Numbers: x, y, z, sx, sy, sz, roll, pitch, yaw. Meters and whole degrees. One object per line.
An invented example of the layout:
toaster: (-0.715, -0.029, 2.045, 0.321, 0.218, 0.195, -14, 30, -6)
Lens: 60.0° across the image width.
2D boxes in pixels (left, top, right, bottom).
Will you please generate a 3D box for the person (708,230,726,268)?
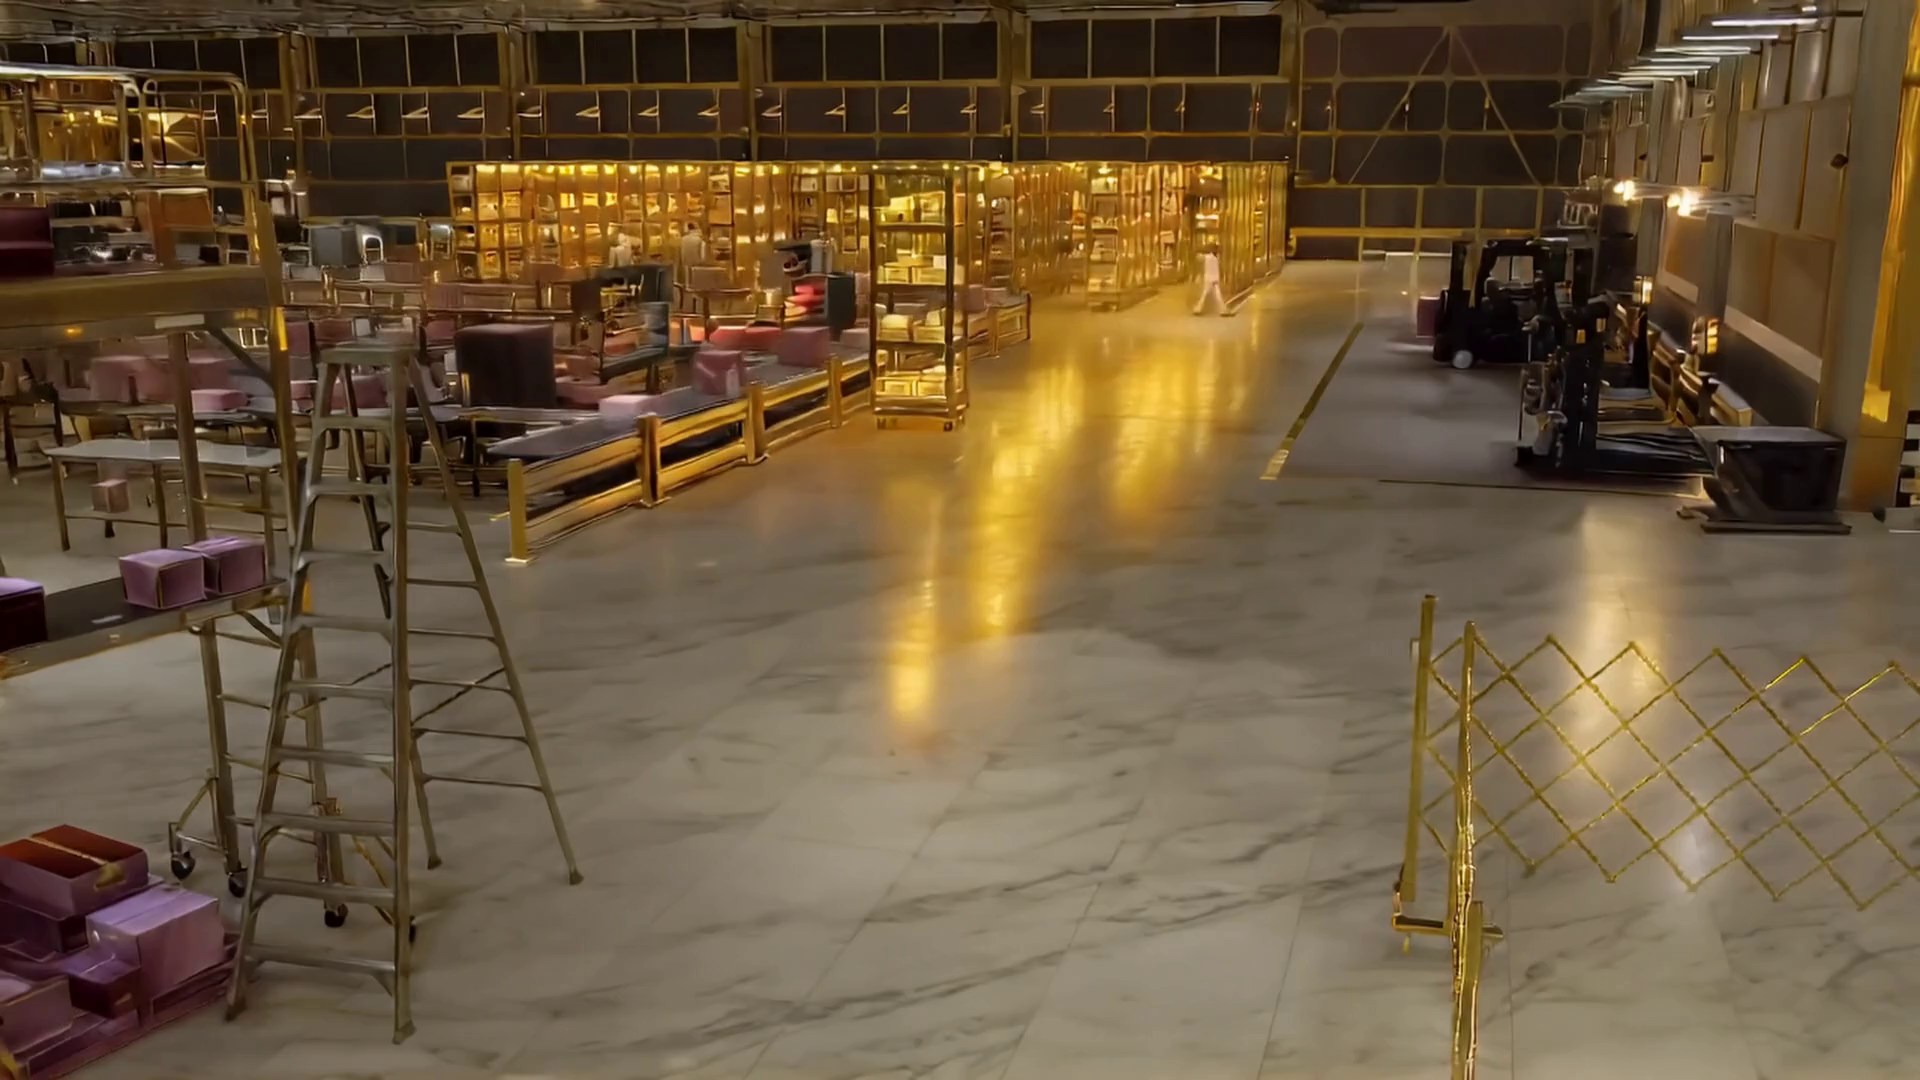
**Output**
person: (-6.495, -7.421, 44.710, 0.582, 1.800, 0.961, 4, 14, 17)

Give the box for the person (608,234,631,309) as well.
person: (-8.150, -6.418, 40.136, 0.409, 1.903, 0.639, 9, 16, 35)

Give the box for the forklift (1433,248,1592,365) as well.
forklift: (9.780, -4.111, 29.280, 2.680, 1.987, 1.157, 3, 13, 14)

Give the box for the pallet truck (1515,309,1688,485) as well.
pallet truck: (7.554, -1.677, 19.446, 1.885, 1.965, 0.823, 3, 13, 14)

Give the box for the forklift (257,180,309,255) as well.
forklift: (-26.195, -12.440, 64.008, 1.873, 2.768, 1.129, 10, 17, 38)

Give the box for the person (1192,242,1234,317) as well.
person: (5.941, -6.116, 39.115, 0.972, 1.770, 0.611, 4, 14, 18)

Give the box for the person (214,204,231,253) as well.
person: (-28.755, -12.090, 64.605, 0.736, 1.908, 0.569, 1, 13, 4)

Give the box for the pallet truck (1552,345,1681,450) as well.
pallet truck: (8.641, -1.896, 21.908, 1.630, 1.274, 0.653, 4, 14, 16)

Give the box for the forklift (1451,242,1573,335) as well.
forklift: (10.464, -4.597, 31.405, 2.680, 1.987, 1.157, 4, 14, 16)

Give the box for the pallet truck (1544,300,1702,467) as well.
pallet truck: (8.263, -1.952, 20.631, 1.885, 1.965, 0.823, 5, 14, 20)

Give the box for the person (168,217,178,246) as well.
person: (-24.502, -9.051, 51.435, 0.608, 1.942, 0.410, -7, 15, -28)

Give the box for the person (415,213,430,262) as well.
person: (-19.122, -10.756, 59.241, 0.480, 1.732, 0.349, -6, 14, -25)

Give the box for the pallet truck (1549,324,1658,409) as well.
pallet truck: (9.824, -2.669, 25.407, 1.601, 1.201, 0.680, 4, 14, 16)

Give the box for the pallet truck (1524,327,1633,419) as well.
pallet truck: (9.065, -2.460, 24.370, 1.522, 1.261, 0.704, 3, 13, 14)

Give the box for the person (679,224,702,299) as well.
person: (-7.111, -7.339, 43.904, 0.611, 1.996, 0.379, -2, 13, -10)
